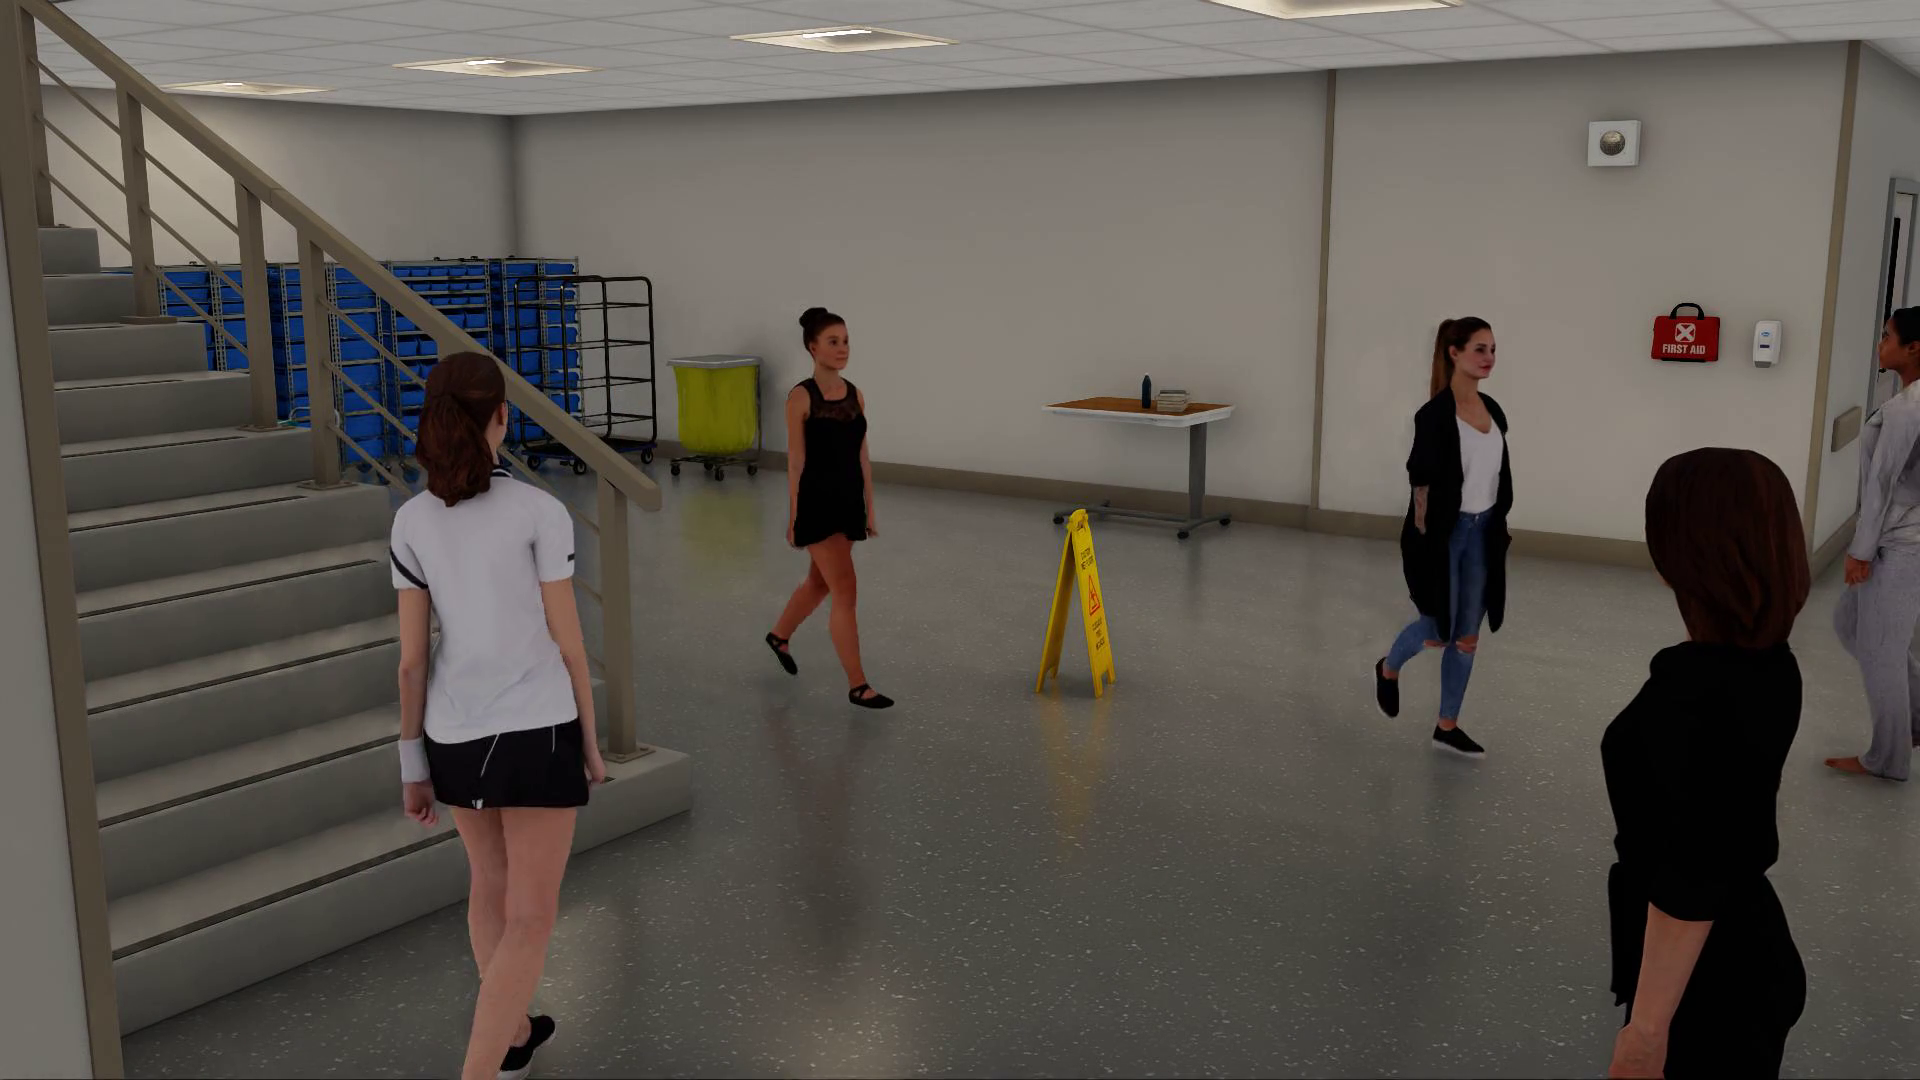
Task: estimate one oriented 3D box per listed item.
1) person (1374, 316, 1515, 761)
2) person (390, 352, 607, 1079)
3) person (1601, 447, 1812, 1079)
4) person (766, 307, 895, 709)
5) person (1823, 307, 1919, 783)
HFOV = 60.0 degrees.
[{"bbox_3d":[1.821,-0.009,6.366,0.810,1.671,0.908,-6,12,-27],"label":"person"},{"bbox_3d":[-1.011,0.495,3.569,1.096,1.723,0.971,1,11,7],"label":"person"},{"bbox_3d":[1.130,0.703,2.525,0.517,1.703,0.598,9,14,38],"label":"person"},{"bbox_3d":[-0.608,-0.129,7.077,1.113,1.642,0.681,10,15,42],"label":"person"},{"bbox_3d":[3.490,0.032,6.008,0.682,1.724,0.648,8,13,36],"label":"person"}]
